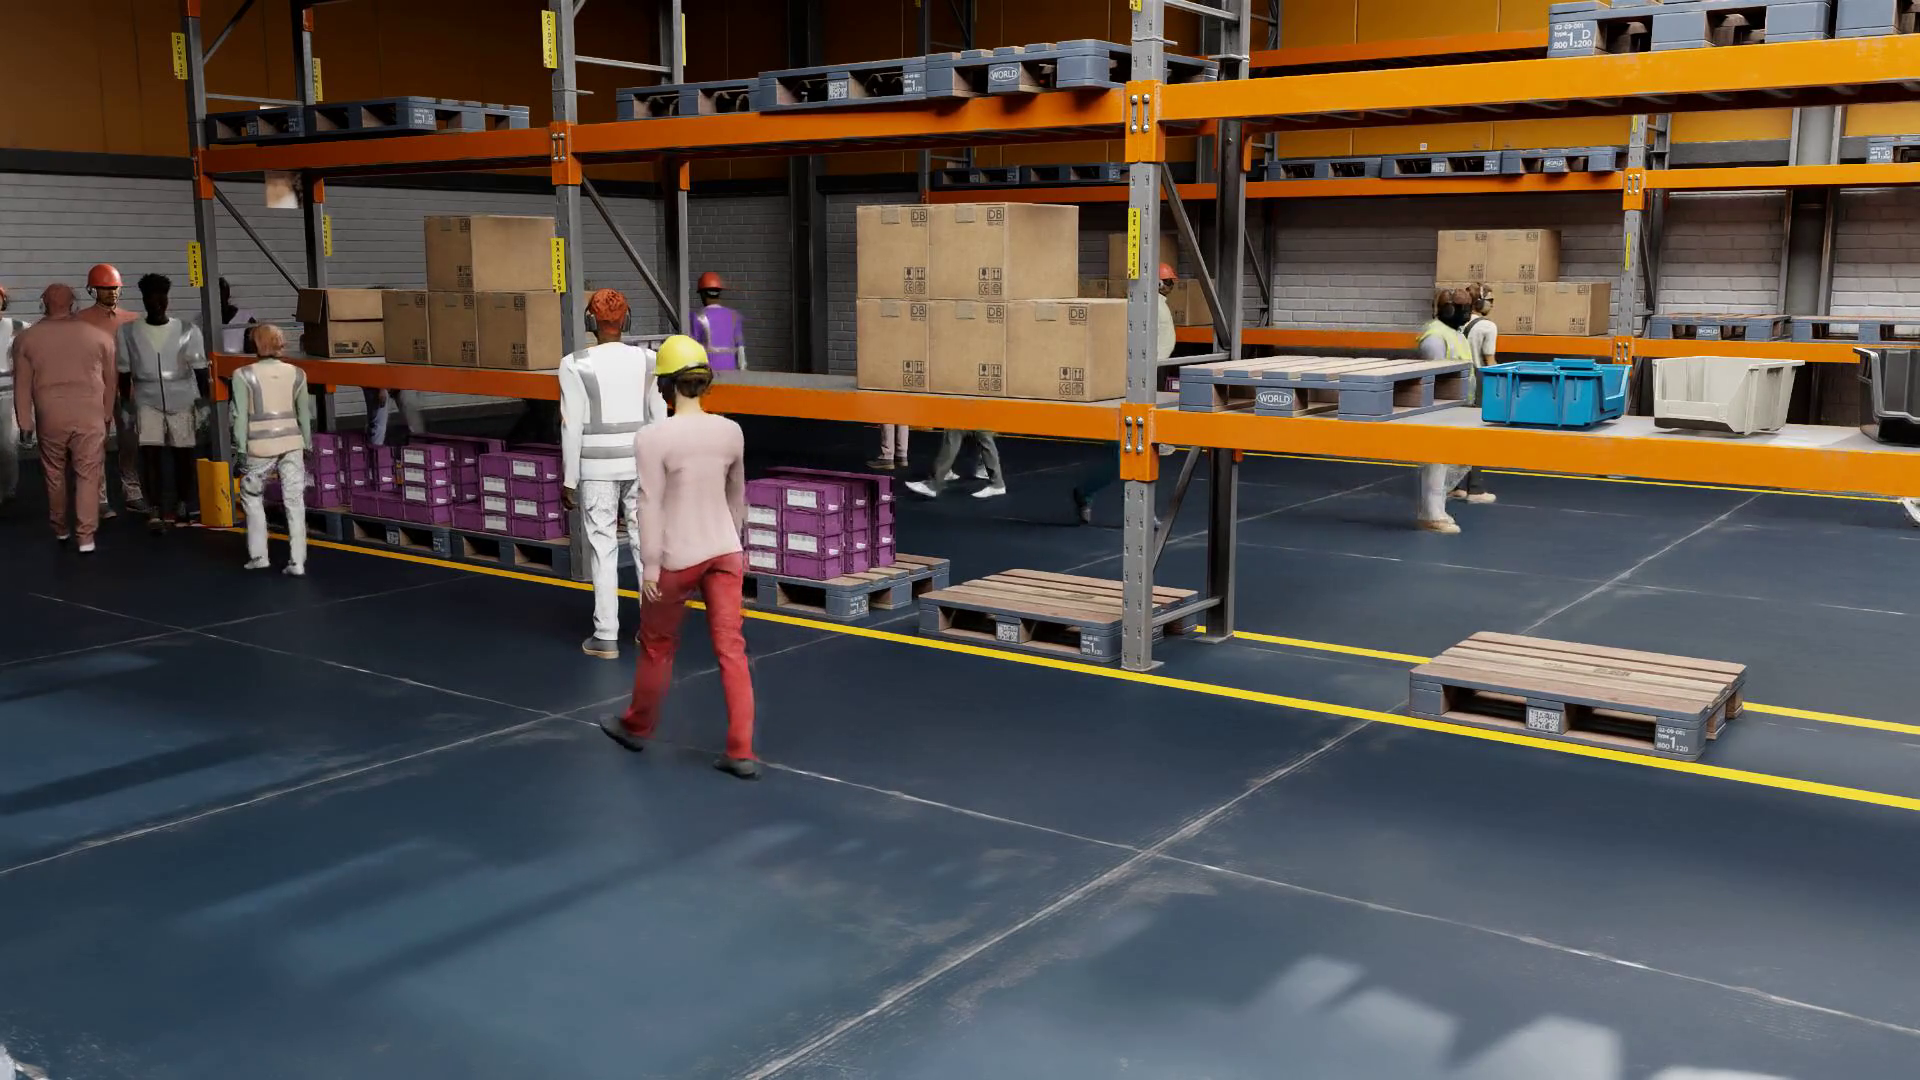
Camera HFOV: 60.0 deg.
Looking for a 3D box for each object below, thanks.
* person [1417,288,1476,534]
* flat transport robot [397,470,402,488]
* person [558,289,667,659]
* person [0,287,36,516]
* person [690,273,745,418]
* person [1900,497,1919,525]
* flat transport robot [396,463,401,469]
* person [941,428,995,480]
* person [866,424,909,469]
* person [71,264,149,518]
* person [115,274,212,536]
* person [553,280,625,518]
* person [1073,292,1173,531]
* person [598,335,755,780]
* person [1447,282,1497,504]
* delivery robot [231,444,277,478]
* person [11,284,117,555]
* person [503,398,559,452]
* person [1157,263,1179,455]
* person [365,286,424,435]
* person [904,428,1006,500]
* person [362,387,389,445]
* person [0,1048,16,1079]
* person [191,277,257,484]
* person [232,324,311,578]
[{"bbox_3d":[3.607,-0.949,12.351,0.445,1.830,0.627,7,12,36],"label":"person"},{"bbox_3d":[-4.531,-0.488,14.203,1.431,0.197,0.652,-4,10,-22],"label":"flat transport robot"},{"bbox_3d":[-1.764,-0.336,8.508,0.577,1.882,0.349,-6,11,-34],"label":"person"},{"bbox_3d":[-7.601,-1.093,13.075,0.640,1.863,0.530,-2,10,-14],"label":"person"},{"bbox_3d":[-2.329,-1.541,15.606,0.571,1.903,0.613,-9,13,-43],"label":"person"},{"bbox_3d":[7.371,-0.862,12.379,0.389,1.630,0.513,6,11,33],"label":"person"},{"bbox_3d":[-5.440,-0.621,14.999,0.652,0.197,1.431,-7,12,-34],"label":"flat transport robot"},{"bbox_3d":[0.112,-1.381,15.263,0.670,1.698,0.526,-5,11,-25],"label":"person"},{"bbox_3d":[-0.712,-1.690,16.251,0.383,1.989,0.625,5,11,30],"label":"person"},{"bbox_3d":[-6.726,-1.178,13.193,0.375,1.995,0.611,6,11,32],"label":"person"},{"bbox_3d":[-5.899,-0.997,12.327,0.631,1.912,0.991,-4,10,-23],"label":"person"},{"bbox_3d":[-2.849,-1.074,12.872,0.981,1.905,0.644,5,11,29],"label":"person"},{"bbox_3d":[1.235,-0.970,12.445,0.704,1.826,0.587,6,11,32],"label":"person"},{"bbox_3d":[-1.116,0.059,6.623,0.546,1.727,0.875,-8,13,-41],"label":"person"},{"bbox_3d":[4.280,-1.227,13.937,0.344,1.842,0.506,-6,11,-30],"label":"person"},{"bbox_3d":[-6.139,-0.750,14.644,0.477,0.478,0.707,5,11,26],"label":"delivery robot"},{"bbox_3d":[-6.235,-0.848,11.641,0.639,1.850,0.973,-5,11,-25],"label":"person"},{"bbox_3d":[-4.016,-1.632,15.758,0.622,2.000,0.708,3,10,16],"label":"person"},{"bbox_3d":[2.085,-1.890,17.424,0.375,1.997,0.612,2,10,14],"label":"person"},{"bbox_3d":[-5.498,-1.542,16.021,0.617,1.786,0.936,4,10,22],"label":"person"},{"bbox_3d":[-0.036,-1.271,14.049,0.960,1.881,0.612,-2,10,-11],"label":"person"},{"bbox_3d":[-5.156,-1.332,14.794,0.321,1.766,0.535,-4,10,-23],"label":"person"},{"bbox_3d":[-1.234,0.826,1.534,0.843,1.911,0.631,7,12,38],"label":"person"},{"bbox_3d":[-6.622,-1.418,14.973,0.632,1.871,0.954,1,10,5],"label":"person"},{"bbox_3d":[-4.426,-0.572,10.674,0.644,1.612,0.540,9,13,42],"label":"person"}]
